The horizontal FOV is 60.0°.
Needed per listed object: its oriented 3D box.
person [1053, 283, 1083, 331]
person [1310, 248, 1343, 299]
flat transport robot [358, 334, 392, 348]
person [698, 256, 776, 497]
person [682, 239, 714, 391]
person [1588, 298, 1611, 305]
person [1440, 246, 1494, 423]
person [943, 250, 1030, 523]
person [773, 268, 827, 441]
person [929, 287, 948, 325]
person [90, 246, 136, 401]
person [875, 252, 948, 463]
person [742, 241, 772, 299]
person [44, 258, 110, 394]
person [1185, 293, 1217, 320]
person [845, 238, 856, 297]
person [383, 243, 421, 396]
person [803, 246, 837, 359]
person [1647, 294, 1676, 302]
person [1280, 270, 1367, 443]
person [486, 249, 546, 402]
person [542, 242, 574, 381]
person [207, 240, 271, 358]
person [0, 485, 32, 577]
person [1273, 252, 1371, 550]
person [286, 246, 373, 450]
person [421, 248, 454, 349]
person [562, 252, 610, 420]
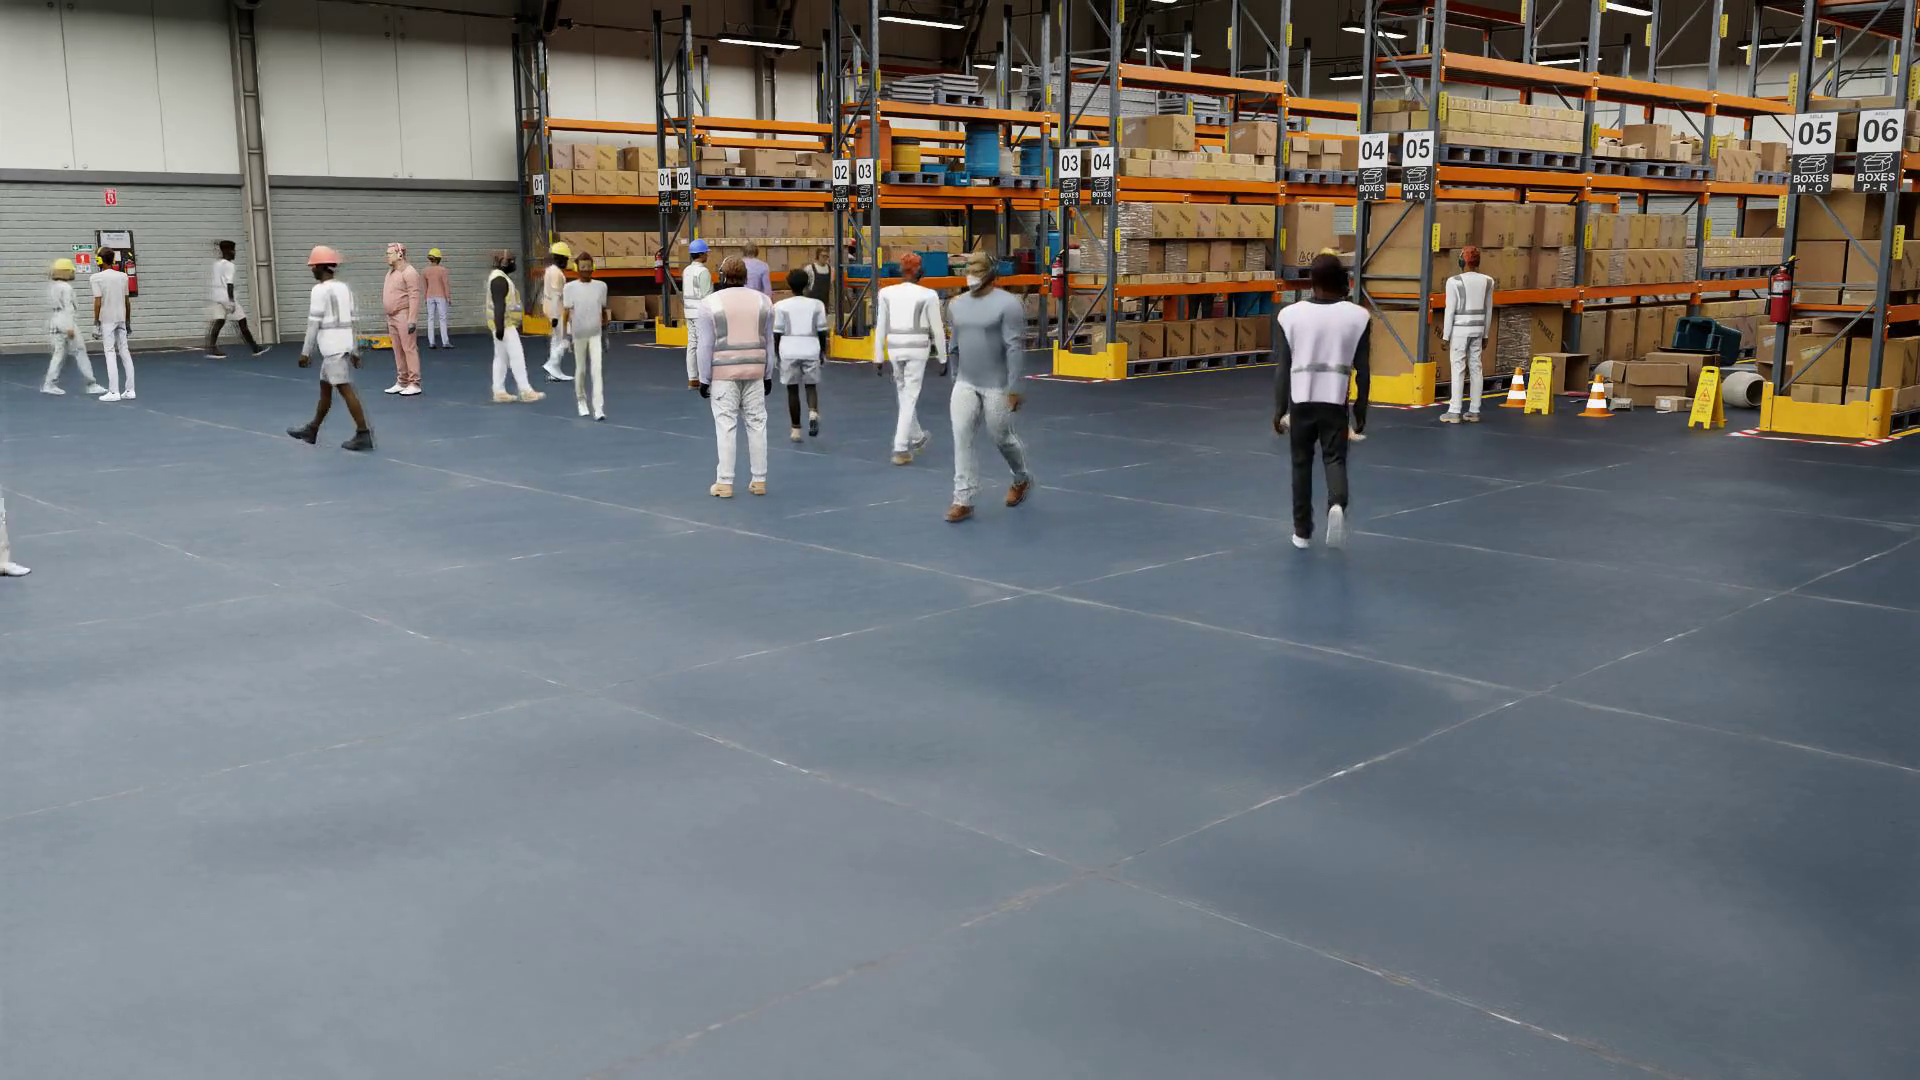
[{"bbox_3d":[2.251,-5.136,34.633,0.801,1.601,0.511,-6,12,-30],"label":"person"},{"bbox_3d":[5.430,-3.421,24.692,0.441,1.812,0.611,-8,13,-36],"label":"person"},{"bbox_3d":[-10.478,-3.596,29.983,0.652,0.197,1.431,-10,14,-44],"label":"flat transport robot"},{"bbox_3d":[-1.733,-1.261,12.850,0.624,1.844,0.429,-6,12,-28],"label":"person"},{"bbox_3d":[-3.377,-2.917,21.582,0.383,1.951,0.605,-8,13,-37],"label":"person"},{"bbox_3d":[11.951,-4.602,31.077,0.430,1.841,0.623,-3,11,-17],"label":"person"},{"bbox_3d":[5.447,-2.210,17.909,0.576,1.883,0.354,-3,11,-18],"label":"person"},{"bbox_3d":[0.212,-1.119,11.916,0.641,1.911,0.910,6,12,31],"label":"person"},{"bbox_3d":[-1.555,-1.794,16.157,0.550,1.683,0.424,-3,11,-16],"label":"person"},{"bbox_3d":[-0.444,-4.472,31.012,0.518,1.592,0.812,7,13,34],"label":"person"},{"bbox_3d":[-10.357,-2.644,20.308,0.328,1.873,0.512,5,12,26],"label":"person"},{"bbox_3d":[-0.395,-1.645,14.929,0.610,1.836,0.956,5,11,24],"label":"person"},{"bbox_3d":[-3.260,-3.701,25.945,0.641,1.921,0.755,3,11,15],"label":"person"},{"bbox_3d":[-11.306,-2.689,21.065,0.503,1.725,0.764,8,13,38],"label":"person"},{"bbox_3d":[4.587,-4.776,31.588,0.674,2.000,0.535,5,12,27],"label":"person"},{"bbox_3d":[-2.309,-5.442,35.383,0.358,1.938,0.545,-4,11,-21],"label":"person"},{"bbox_3d":[-7.078,-2.793,21.024,0.651,1.907,0.409,10,14,43],"label":"person"},{"bbox_3d":[-2.283,-3.871,27.125,0.523,1.823,0.414,-7,13,-34],"label":"person"},{"bbox_3d":[12.782,-4.584,30.655,0.910,1.951,0.663,-9,14,-40],"label":"person"},{"bbox_3d":[3.557,-1.796,16.237,0.801,1.672,0.533,1,10,6],"label":"person"},{"bbox_3d":[-5.330,-2.566,19.999,0.713,1.822,0.660,-3,11,-14],"label":"person"},{"bbox_3d":[-5.518,-3.139,22.910,0.429,1.904,0.580,-4,11,-22],"label":"person"},{"bbox_3d":[-11.969,-3.961,27.362,0.647,1.908,1.008,10,14,42],"label":"person"},{"bbox_3d":[-5.704,-0.537,9.495,0.665,1.613,0.552,2,11,13],"label":"person"},{"bbox_3d":[2.297,-0.863,10.549,0.598,1.901,0.714,1,10,6],"label":"person"},{"bbox_3d":[-5.996,-1.798,15.638,0.975,1.889,0.552,1,10,4],"label":"person"},{"bbox_3d":[-9.282,-4.282,29.525,0.523,1.769,0.314,2,11,11],"label":"person"},{"bbox_3d":[-4.120,-2.246,18.300,0.544,1.822,0.997,-4,11,-22],"label":"person"}]
